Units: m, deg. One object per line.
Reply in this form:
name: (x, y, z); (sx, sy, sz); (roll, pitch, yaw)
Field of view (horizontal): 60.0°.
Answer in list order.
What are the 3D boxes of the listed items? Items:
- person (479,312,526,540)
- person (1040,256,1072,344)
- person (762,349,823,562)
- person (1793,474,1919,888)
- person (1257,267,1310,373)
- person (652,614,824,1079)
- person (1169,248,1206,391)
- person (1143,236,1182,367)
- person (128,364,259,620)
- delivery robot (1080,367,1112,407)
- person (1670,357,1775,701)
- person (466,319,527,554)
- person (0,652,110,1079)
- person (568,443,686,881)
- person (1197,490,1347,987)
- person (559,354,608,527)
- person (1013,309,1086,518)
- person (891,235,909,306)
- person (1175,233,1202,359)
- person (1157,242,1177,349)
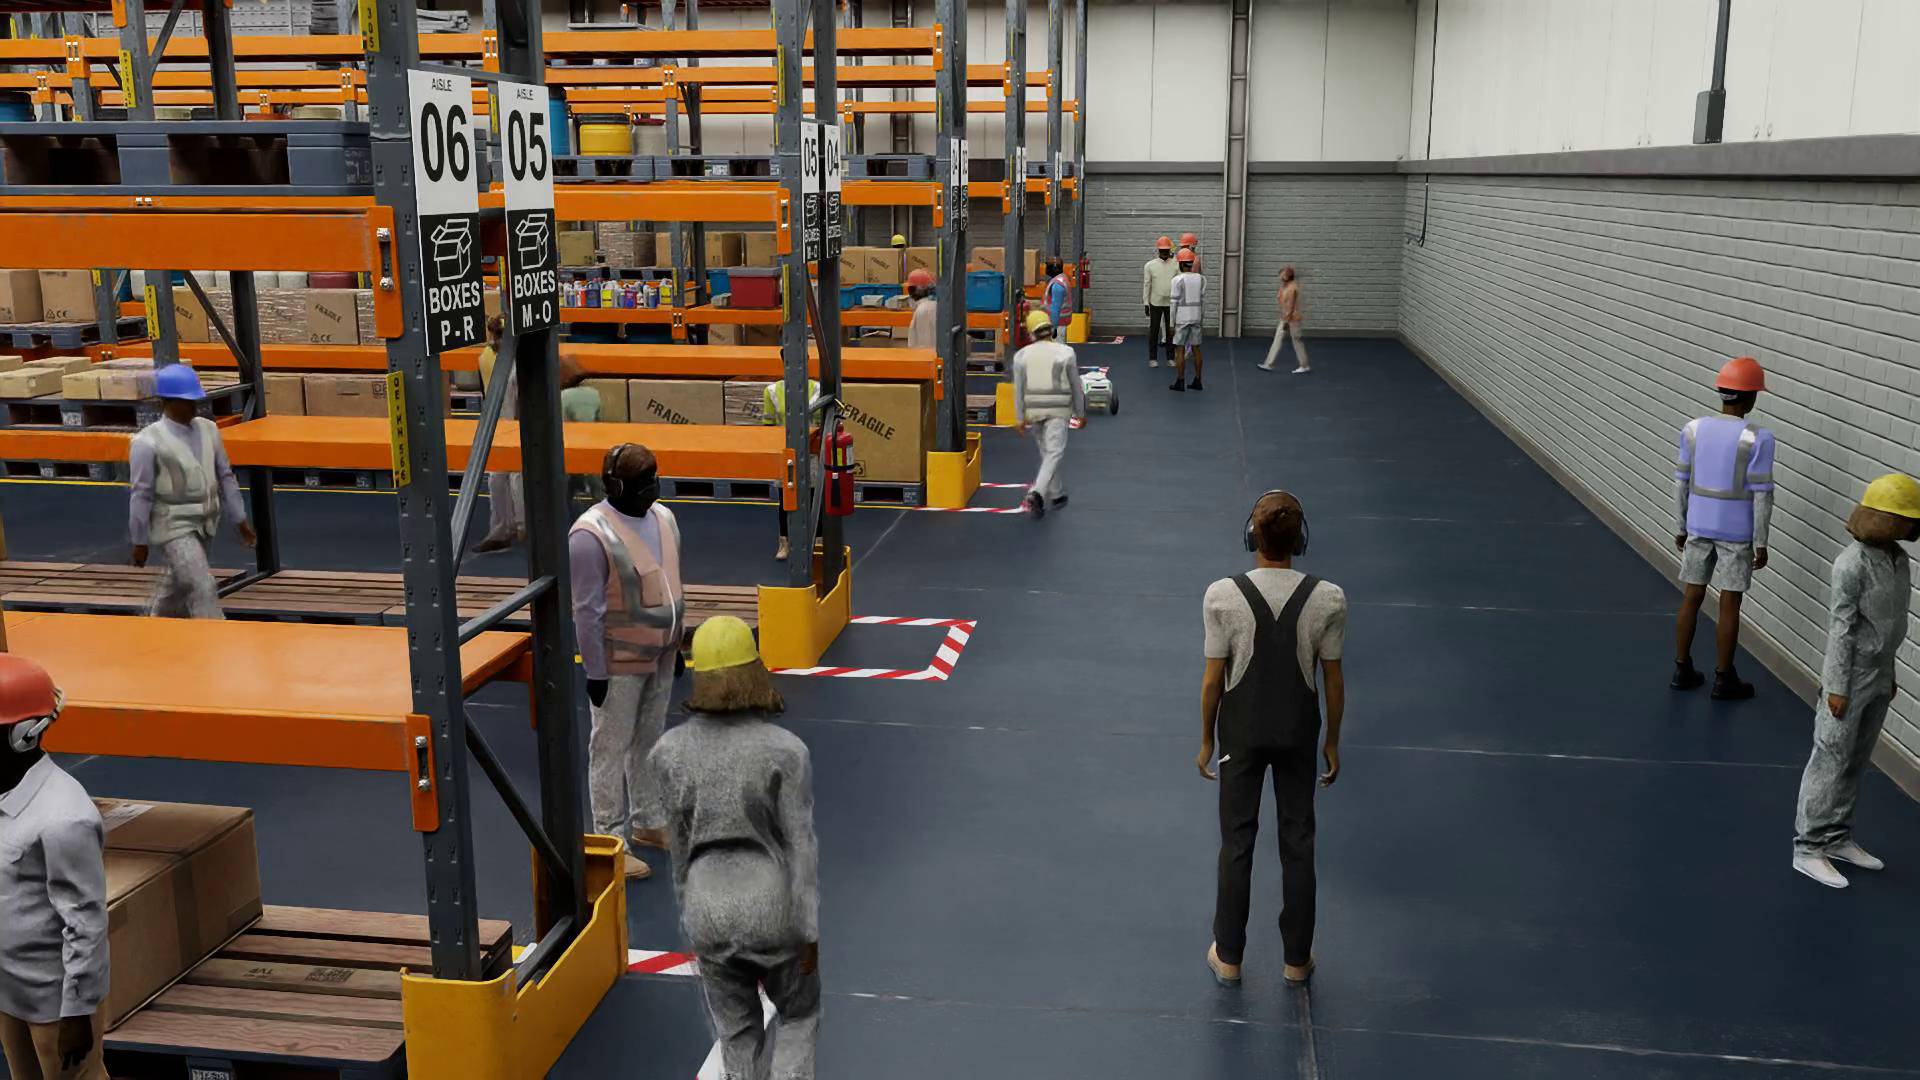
person: (-3.611, -0.924, 13.496); (0.621, 1.845, 0.429); (12, 17, 43)
person: (1.300, -2.939, 22.625); (0.430, 1.836, 0.619); (2, 13, 10)
person: (-1.238, -0.663, 12.668); (0.530, 1.689, 0.323); (1, 13, 3)
person: (3.785, 0.577, 6.947); (0.492, 1.740, 0.325); (-9, 15, -35)
person: (4.802, -3.232, 24.494); (0.851, 1.575, 0.564); (-2, 13, -11)
person: (-0.624, 1.079, 4.762); (0.544, 1.701, 0.575); (2, 13, 9)
person: (3.073, -2.993, 22.652); (0.550, 1.930, 0.398); (-6, 14, -24)
person: (3.094, -3.616, 25.337); (0.619, 1.989, 0.395); (-1, 13, -6)
person: (-4.488, -0.081, 9.597); (1.044, 1.897, 0.602); (3, 13, 15)
delivery robot: (1.677, -1.906, 20.643); (0.477, 0.478, 0.707); (-1, 13, -3)
person: (4.317, -0.064, 9.397); (0.361, 1.935, 0.553); (-9, 15, -35)
person: (-3.509, -0.774, 12.849); (0.776, 1.834, 0.504); (-10, 16, -38)
person: (-2.431, 1.140, 4.371); (0.563, 1.755, 0.320); (9, 15, 36)
person: (-1.379, 0.497, 7.083); (0.430, 1.844, 0.624); (6, 14, 26)
person: (1.121, 0.728, 6.030); (0.513, 1.845, 0.335); (1, 13, 5)
person: (-2.950, -0.621, 12.690); (0.852, 1.582, 0.519); (9, 16, 36)
person: (0.734, -1.104, 14.449); (0.598, 1.783, 0.879); (6, 14, 26)
person: (-1.000, -4.131, 27.804); (0.589, 1.918, 0.393); (-10, 16, -39)
person: (3.652, -3.885, 26.543); (0.406, 1.986, 0.613); (-1, 13, -4)
person: (3.509, -4.128, 28.020); (0.411, 1.823, 0.598); (-9, 15, -34)
